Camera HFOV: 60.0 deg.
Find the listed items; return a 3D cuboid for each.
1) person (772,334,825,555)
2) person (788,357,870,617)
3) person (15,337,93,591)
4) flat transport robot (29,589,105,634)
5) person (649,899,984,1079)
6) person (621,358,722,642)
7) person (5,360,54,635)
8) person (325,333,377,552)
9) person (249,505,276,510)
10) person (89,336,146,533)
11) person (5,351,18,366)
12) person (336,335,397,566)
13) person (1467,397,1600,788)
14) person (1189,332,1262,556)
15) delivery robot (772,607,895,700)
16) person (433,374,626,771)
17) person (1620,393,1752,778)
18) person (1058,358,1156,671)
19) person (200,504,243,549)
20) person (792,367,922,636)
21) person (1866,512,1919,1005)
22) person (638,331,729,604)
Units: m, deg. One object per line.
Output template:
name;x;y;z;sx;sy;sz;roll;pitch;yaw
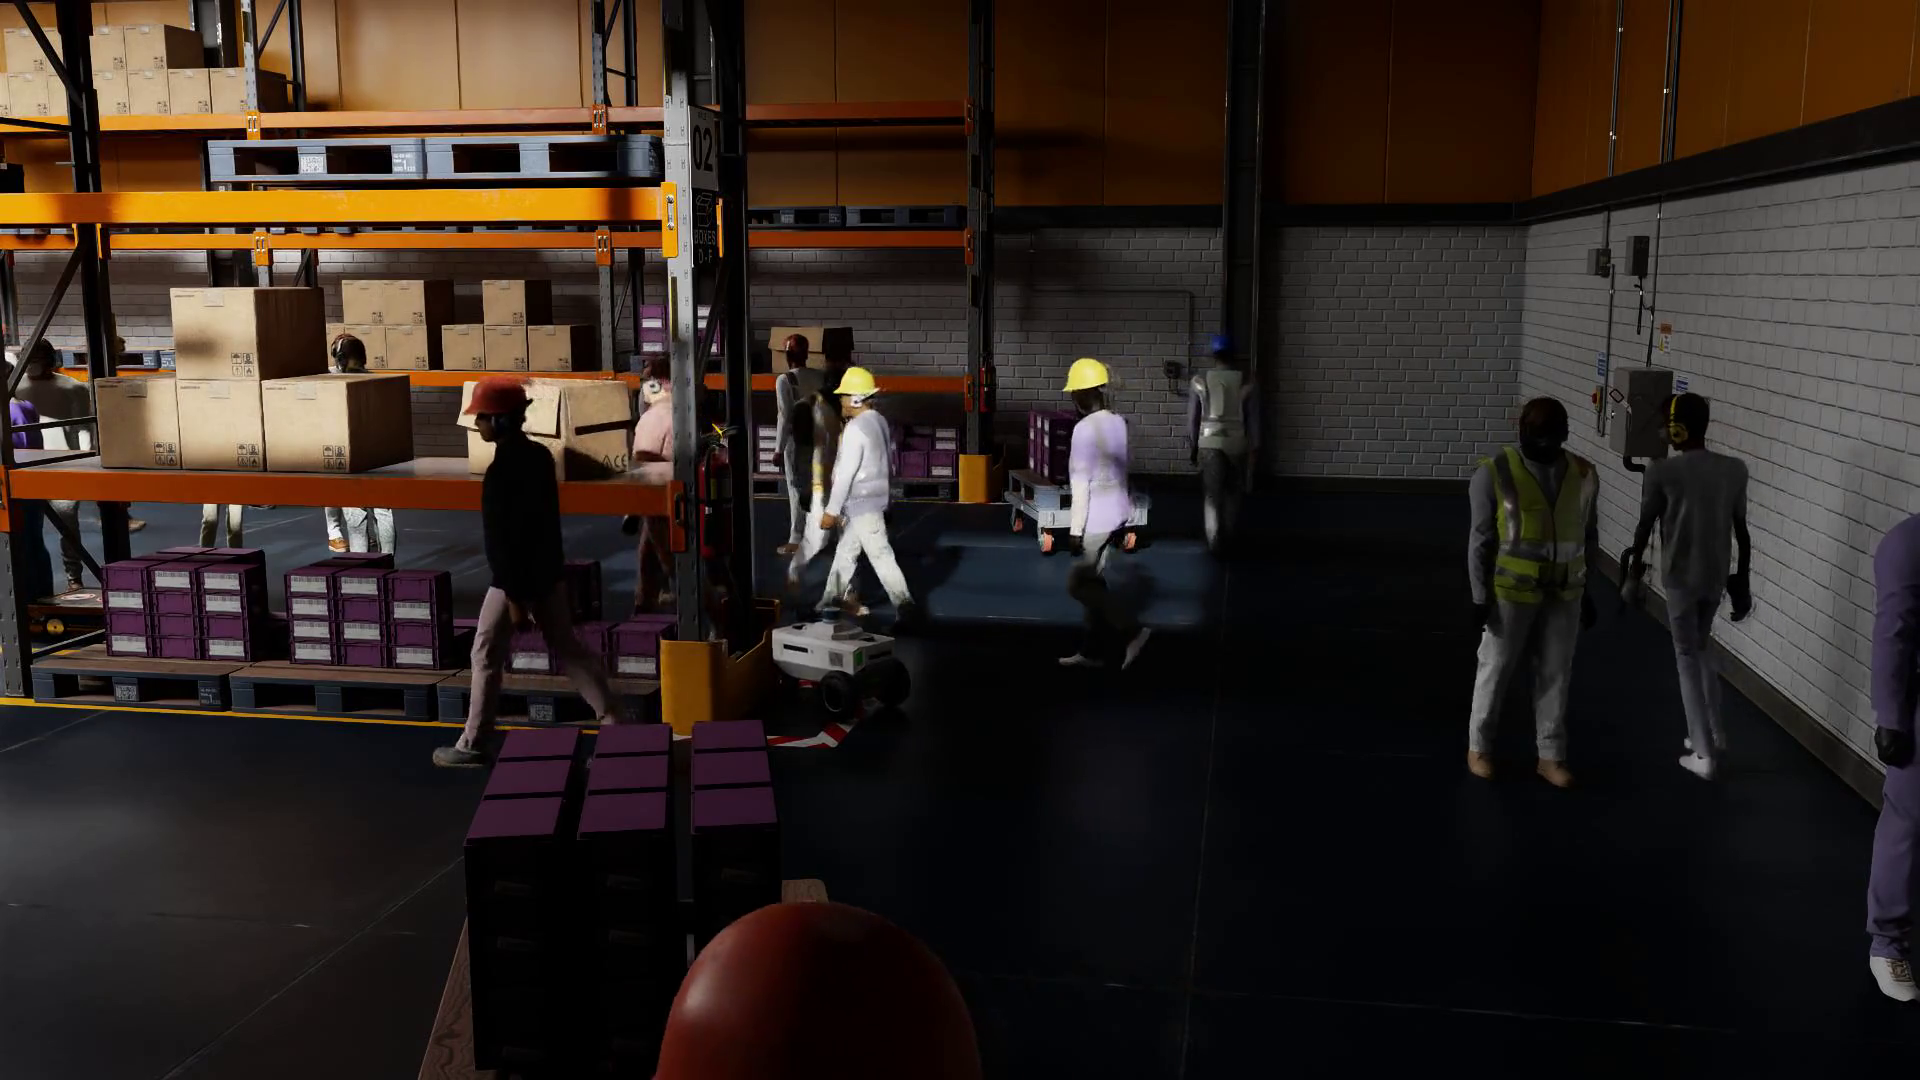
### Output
person;-1.360;-0.807;14.181;0.355;1.884;0.573;8;12;39
person;-0.927;-0.385;11.741;0.633;1.823;0.682;-7;12;-38
person;-6.759;-0.535;12.331;0.629;1.936;0.372;-5;10;-29
flat transport robot;-5.575;0.483;11.164;1.431;0.197;0.652;1;9;8
person;-0.043;1.243;1.331;1.043;1.933;0.649;7;11;37
person;-1.837;-0.227;10.638;0.946;1.874;0.640;2;9;10
person;-6.270;-0.284;11.086;0.379;1.836;0.561;-1;9;-7
person;-5.308;-0.846;14.423;0.361;1.884;0.574;6;11;31
person;-7.126;-1.225;16.954;0.404;1.824;0.591;0;9;-2
person;-7.843;-0.987;15.446;0.391;1.834;0.552;-2;9;-11
person;-9.934;-1.316;17.296;0.638;1.890;0.663;1;9;5
person;-4.517;-0.566;12.525;0.373;1.937;0.629;5;11;30
person;2.705;0.243;7.871;0.643;1.839;0.528;-1;9;-3
person;2.261;-0.821;14.208;0.615;1.907;0.945;1;9;9
delivery robot;-0.704;0.615;9.177;0.707;0.478;0.477;7;12;38
person;-2.030;0.174;7.933;1.045;1.948;0.620;3;10;16
person;3.504;0.207;8.037;0.522;1.838;0.609;-1;9;-7
person;0.867;-0.127;9.891;0.574;1.904;0.602;5;10;28
person;-5.466;-0.503;12.356;0.326;1.865;0.519;6;11;33
person;-0.667;-0.243;11.010;0.926;1.791;0.590;1;9;9
person;3.336;0.581;5.493;0.639;1.909;0.407;-1;9;-5
person;-1.934;-0.528;11.959;0.895;2.000;0.692;7;11;36
